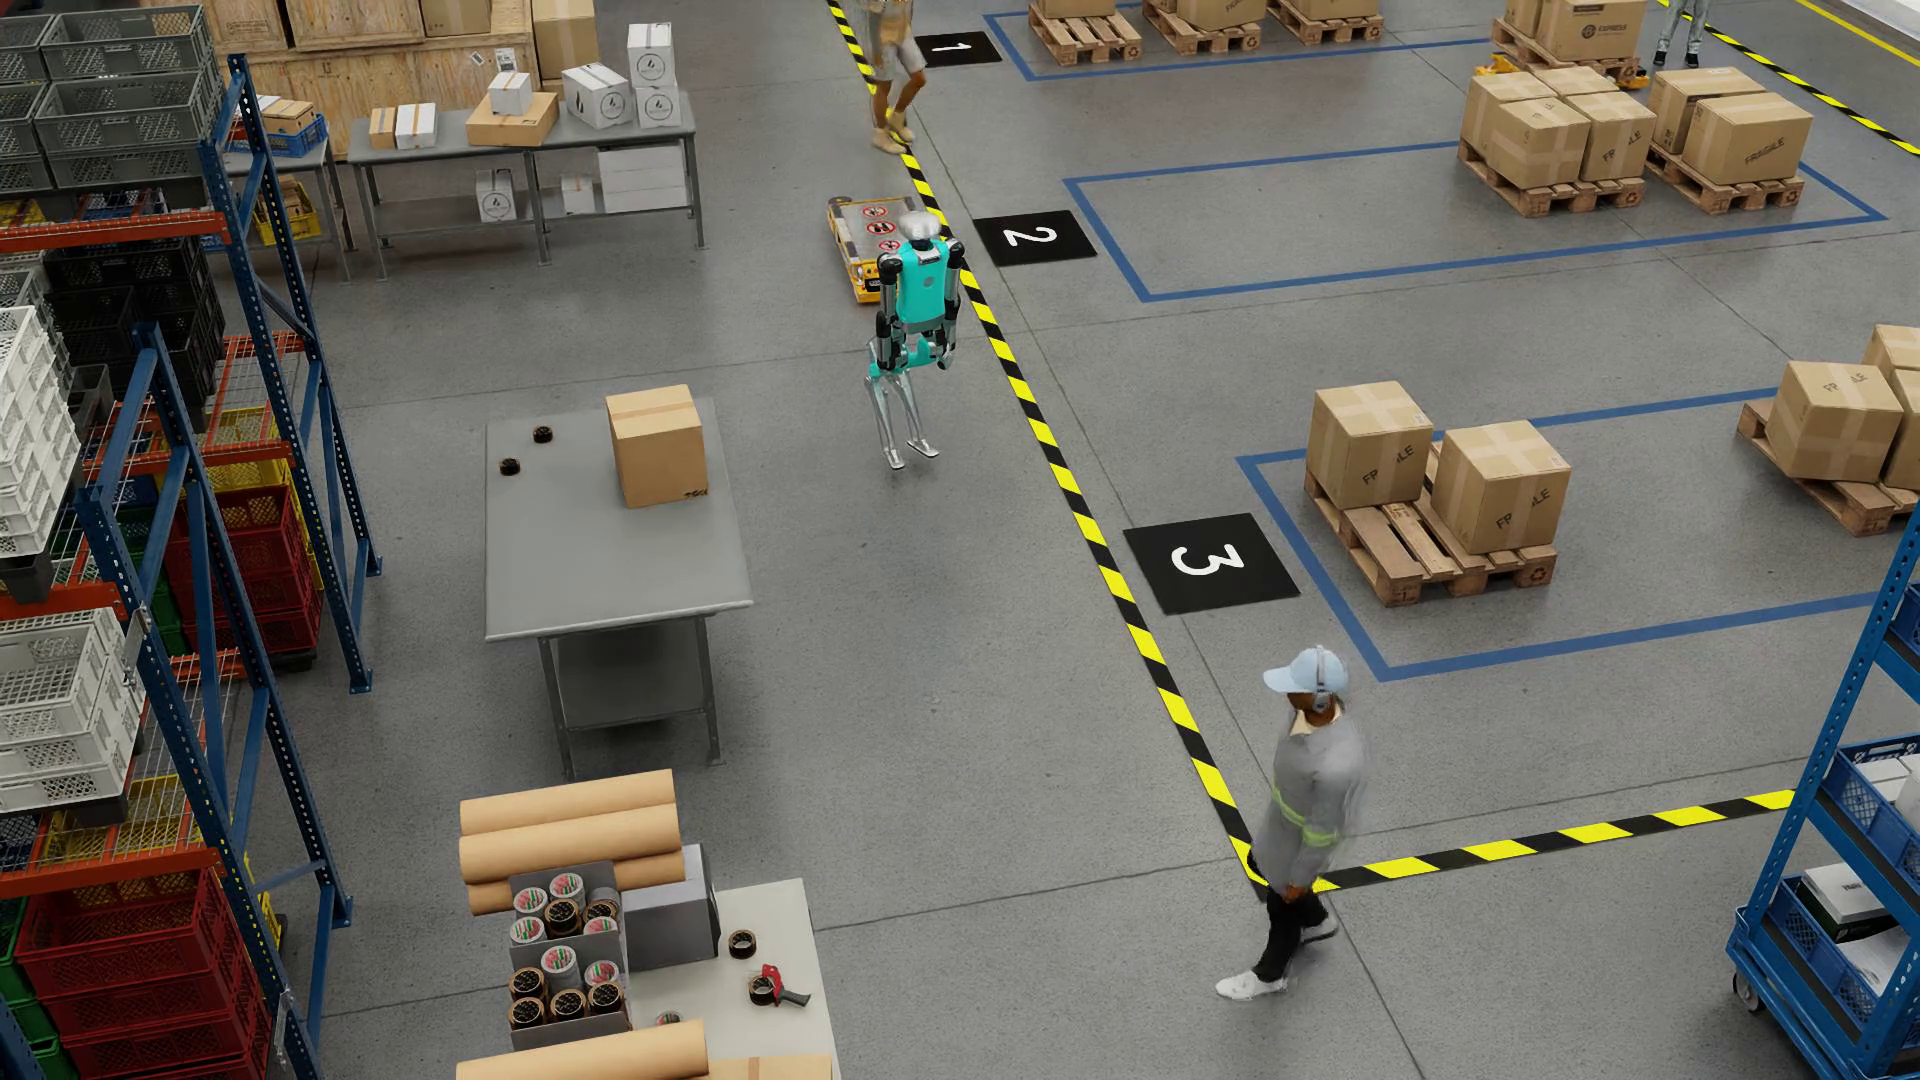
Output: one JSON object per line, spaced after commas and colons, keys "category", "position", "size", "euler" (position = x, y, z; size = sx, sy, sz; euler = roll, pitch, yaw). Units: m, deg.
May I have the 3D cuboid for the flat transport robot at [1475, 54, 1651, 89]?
{"category": "flat transport robot", "position": [5.576, -4.344, 15.369], "size": [1.431, 0.197, 0.652], "euler": [-8, 37, -10]}

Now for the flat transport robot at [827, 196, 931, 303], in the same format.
{"category": "flat transport robot", "position": [-0.570, -2.220, 12.538], "size": [0.659, 0.231, 1.431], "euler": [-8, 37, -10]}

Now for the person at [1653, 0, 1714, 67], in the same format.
{"category": "person", "position": [6.847, -5.288, 15.349], "size": [0.600, 1.830, 0.404], "euler": [8, 37, 11]}

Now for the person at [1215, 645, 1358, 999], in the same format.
{"category": "person", "position": [1.369, 1.157, 6.692], "size": [0.528, 1.843, 0.600], "euler": [-2, 37, -2]}

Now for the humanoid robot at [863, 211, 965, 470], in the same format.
{"category": "humanoid robot", "position": [-0.344, -1.246, 9.885], "size": [0.533, 1.677, 0.735], "euler": [-19, 41, -23]}

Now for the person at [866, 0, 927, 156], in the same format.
{"category": "person", "position": [-0.540, -4.131, 13.641], "size": [0.459, 2.026, 0.631], "euler": [26, 44, 31]}
